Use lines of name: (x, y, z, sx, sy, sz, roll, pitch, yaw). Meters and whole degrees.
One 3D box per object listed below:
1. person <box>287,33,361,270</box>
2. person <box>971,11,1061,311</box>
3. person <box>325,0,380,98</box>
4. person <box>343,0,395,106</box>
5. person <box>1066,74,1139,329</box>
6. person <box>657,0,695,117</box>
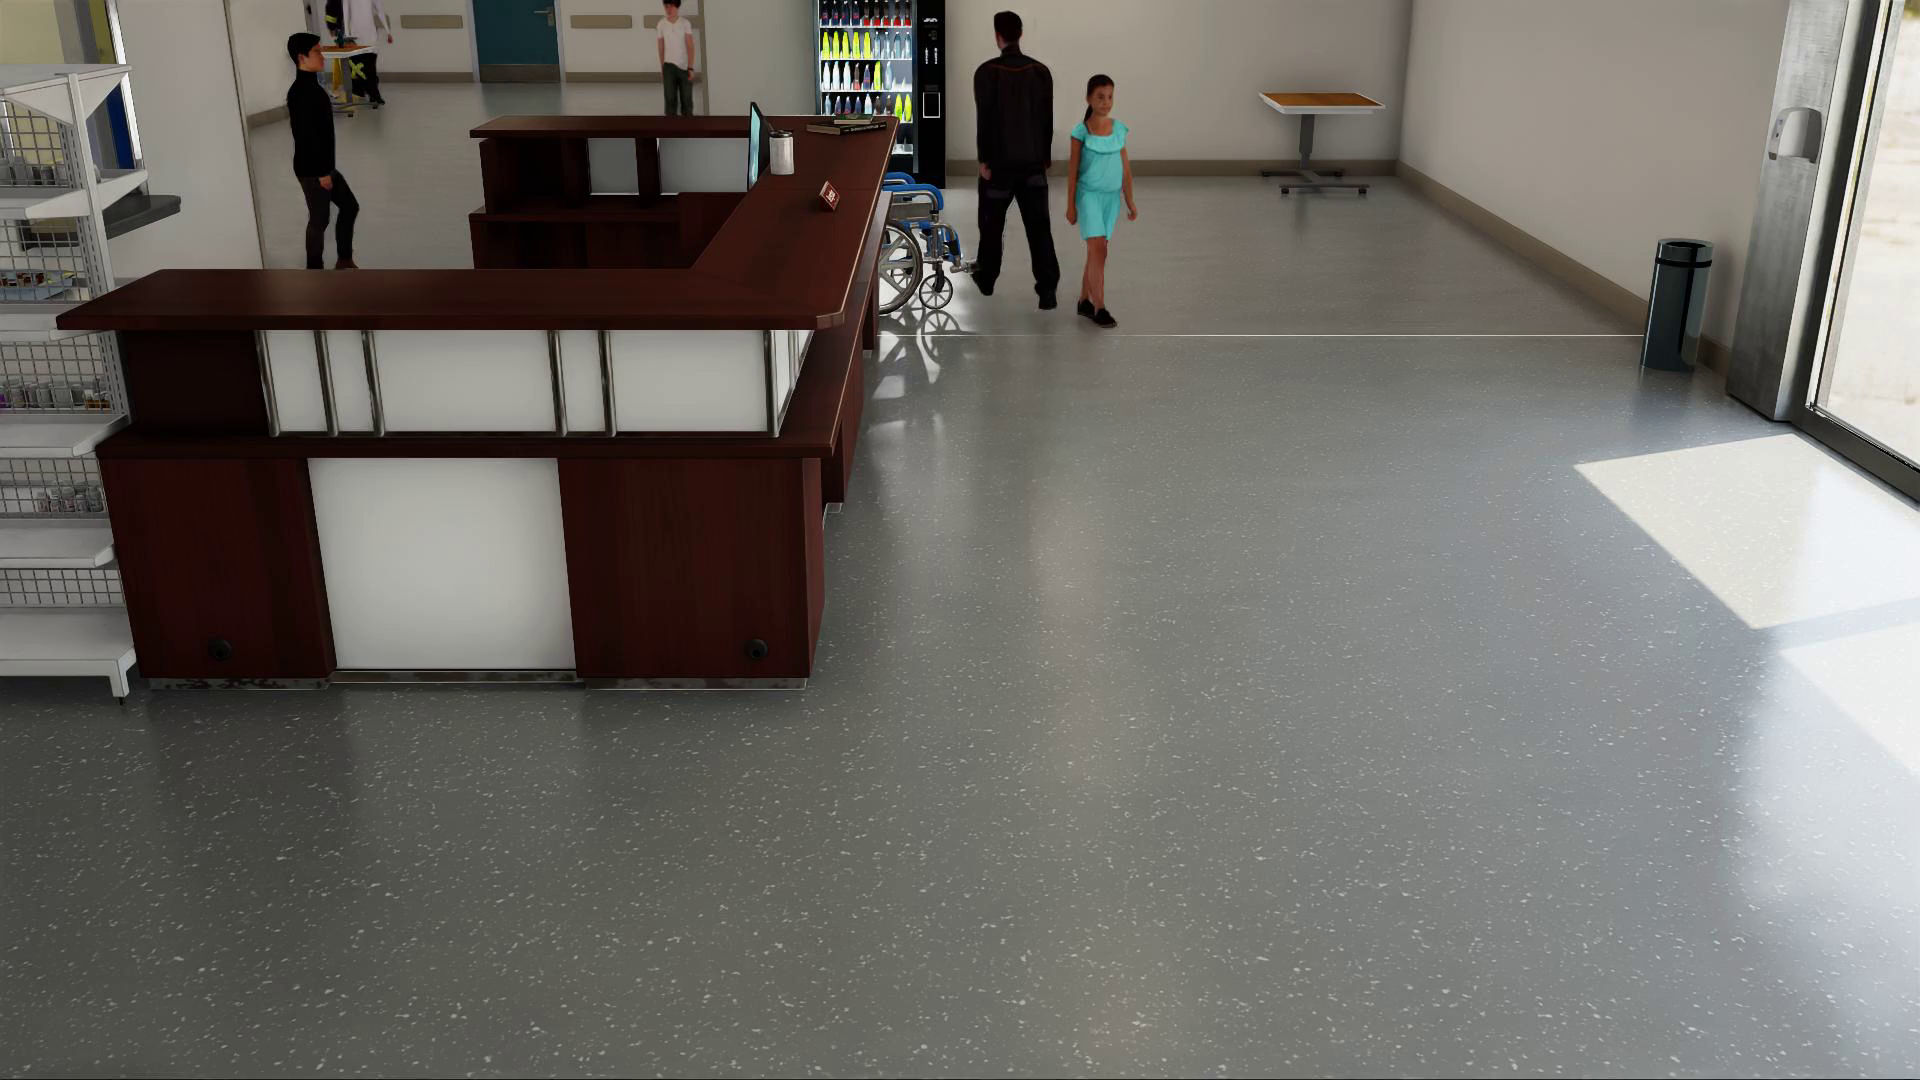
person: (-4.482, -2.586, 11.429, 0.693, 1.710, 0.688, -2, 21, -5)
person: (0.368, -2.346, 10.597, 1.297, 1.849, 0.910, -3, 21, -8)
person: (-8.451, -7.126, 23.152, 1.147, 1.896, 1.031, 12, 24, 29)
person: (-7.973, -6.708, 22.228, 1.044, 1.769, 1.071, -16, 26, -35)
person: (0.835, -2.137, 10.489, 0.873, 1.535, 0.825, -10, 23, -25)
person: (-3.109, -5.201, 18.482, 1.059, 1.603, 0.633, -1, 21, -2)
